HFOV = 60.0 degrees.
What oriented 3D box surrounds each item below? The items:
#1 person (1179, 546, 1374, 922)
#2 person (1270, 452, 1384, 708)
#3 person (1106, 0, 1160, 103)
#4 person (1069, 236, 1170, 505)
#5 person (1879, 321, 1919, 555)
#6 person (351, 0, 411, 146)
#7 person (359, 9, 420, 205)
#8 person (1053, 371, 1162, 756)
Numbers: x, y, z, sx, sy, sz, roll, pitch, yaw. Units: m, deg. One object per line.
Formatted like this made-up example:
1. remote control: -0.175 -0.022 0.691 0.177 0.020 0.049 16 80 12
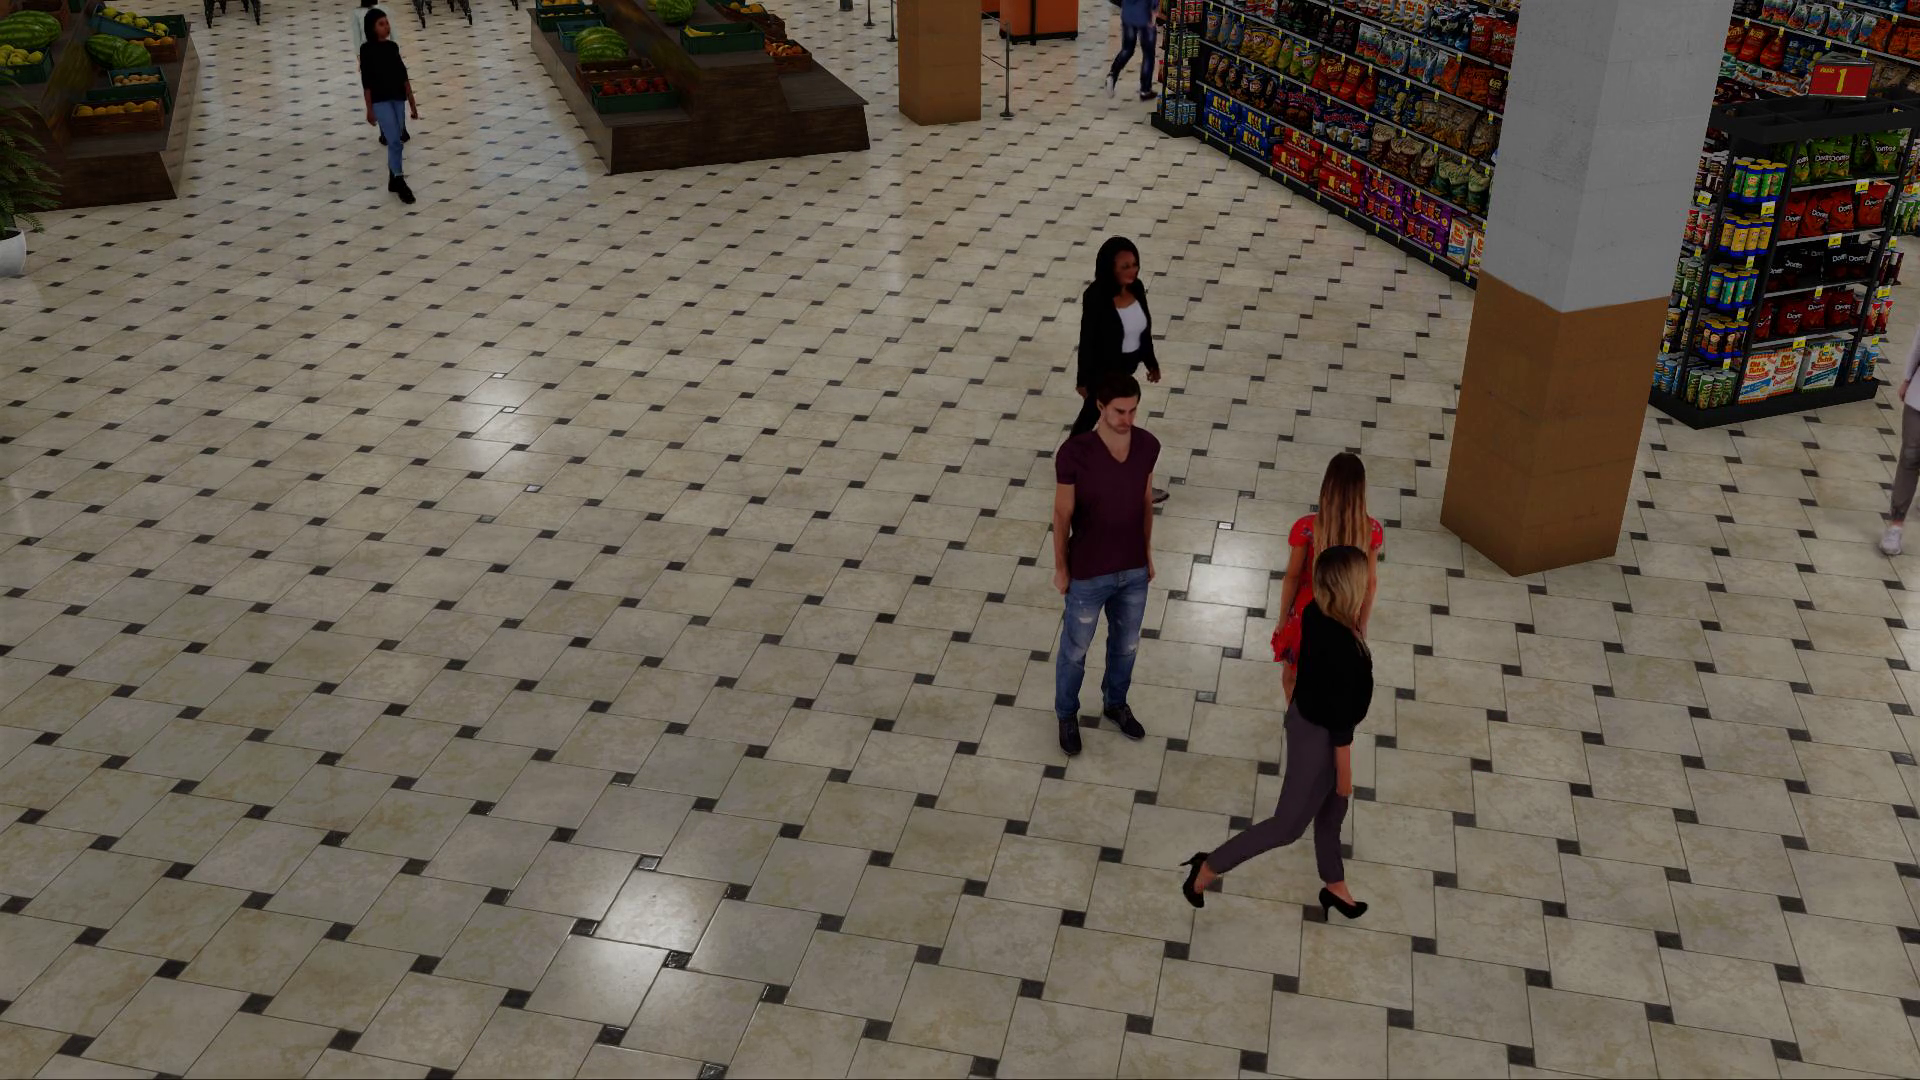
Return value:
1. person: 1.276 0.814 6.403 0.939 1.628 1.036 3 29 6
2. person: 1.586 0.393 7.223 0.714 1.581 0.873 -1 29 -2
3. person: 1.889 -5.634 18.030 1.078 1.803 1.065 23 36 35
4. person: 0.823 -1.015 9.815 1.189 1.570 1.007 20 35 33
5. person: 5.492 -0.839 9.232 1.121 1.819 1.119 17 33 28
6. person: -5.840 -4.827 16.718 0.582 1.644 0.487 -12 31 -20
7. person: -5.220 -3.924 15.031 0.885 1.677 0.794 19 34 31
8. person: 0.654 0.088 7.503 0.651 1.848 0.541 -11 30 -18
